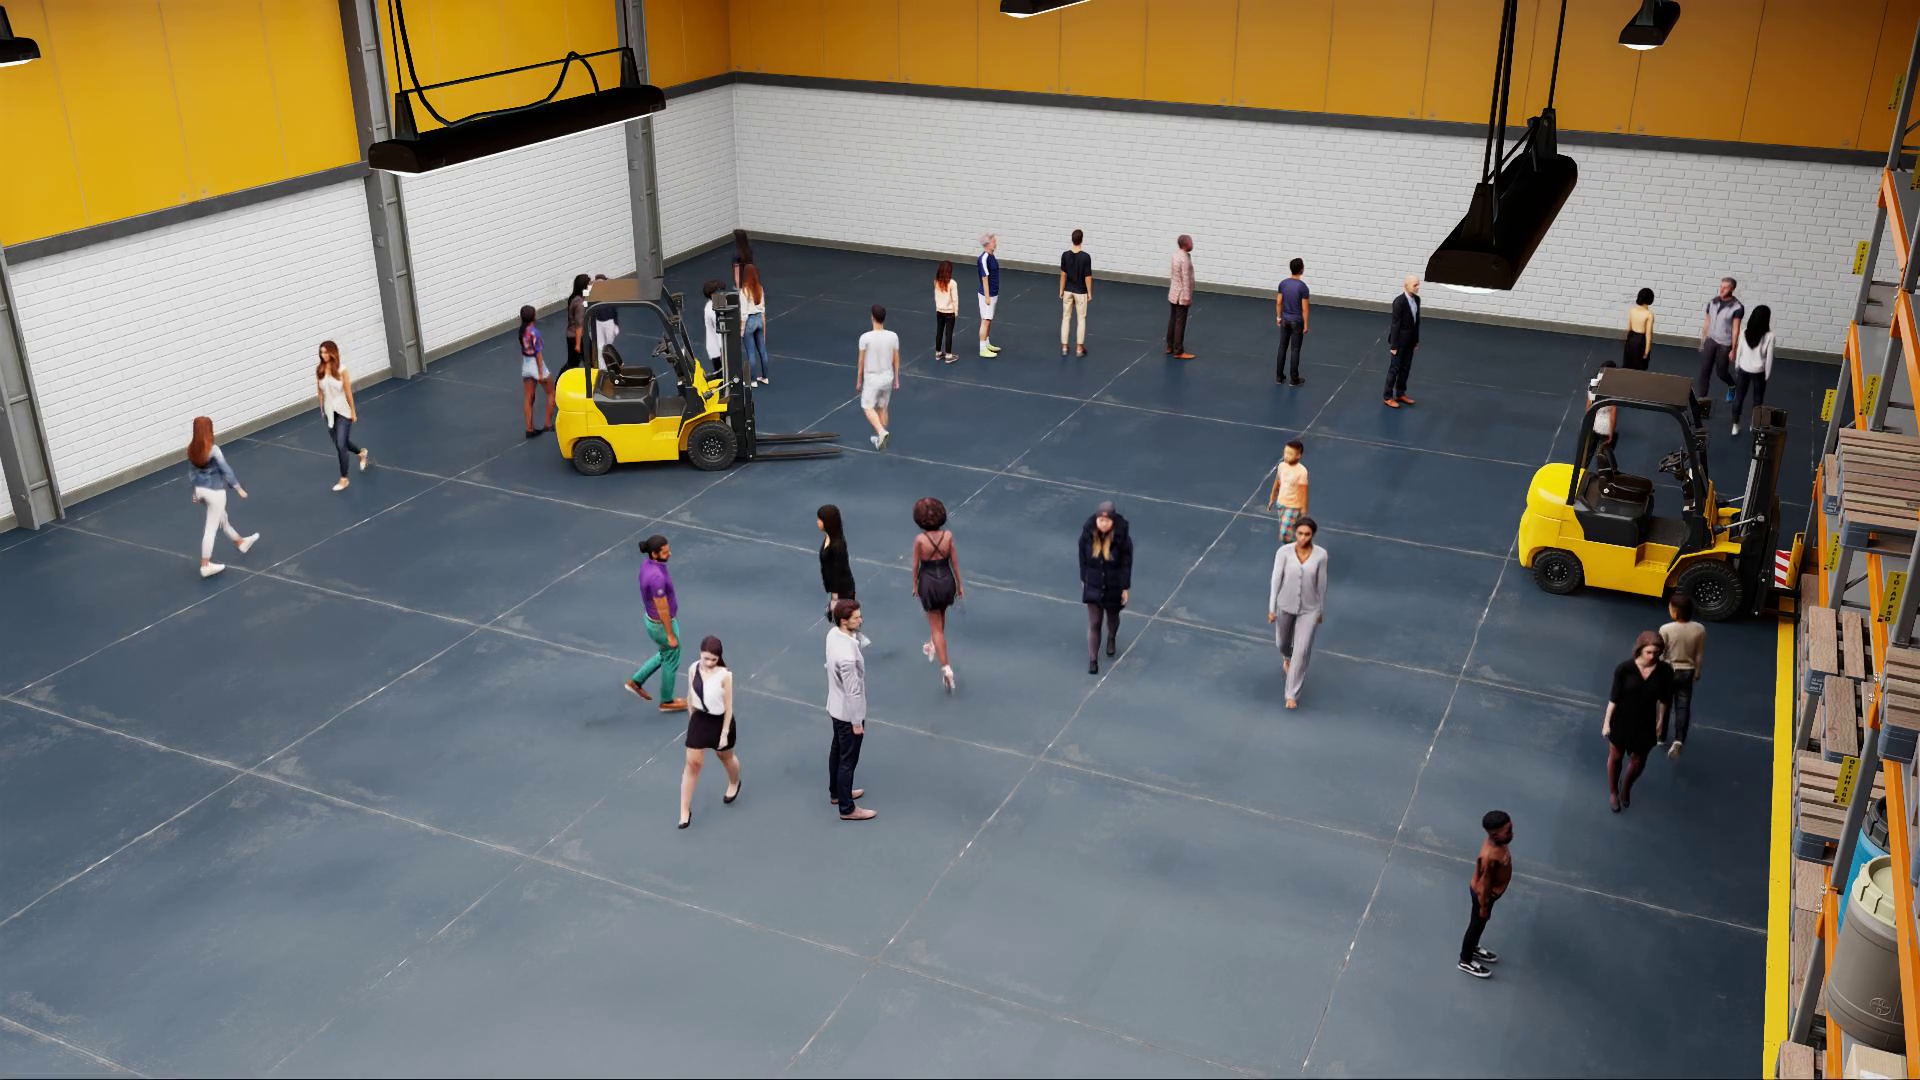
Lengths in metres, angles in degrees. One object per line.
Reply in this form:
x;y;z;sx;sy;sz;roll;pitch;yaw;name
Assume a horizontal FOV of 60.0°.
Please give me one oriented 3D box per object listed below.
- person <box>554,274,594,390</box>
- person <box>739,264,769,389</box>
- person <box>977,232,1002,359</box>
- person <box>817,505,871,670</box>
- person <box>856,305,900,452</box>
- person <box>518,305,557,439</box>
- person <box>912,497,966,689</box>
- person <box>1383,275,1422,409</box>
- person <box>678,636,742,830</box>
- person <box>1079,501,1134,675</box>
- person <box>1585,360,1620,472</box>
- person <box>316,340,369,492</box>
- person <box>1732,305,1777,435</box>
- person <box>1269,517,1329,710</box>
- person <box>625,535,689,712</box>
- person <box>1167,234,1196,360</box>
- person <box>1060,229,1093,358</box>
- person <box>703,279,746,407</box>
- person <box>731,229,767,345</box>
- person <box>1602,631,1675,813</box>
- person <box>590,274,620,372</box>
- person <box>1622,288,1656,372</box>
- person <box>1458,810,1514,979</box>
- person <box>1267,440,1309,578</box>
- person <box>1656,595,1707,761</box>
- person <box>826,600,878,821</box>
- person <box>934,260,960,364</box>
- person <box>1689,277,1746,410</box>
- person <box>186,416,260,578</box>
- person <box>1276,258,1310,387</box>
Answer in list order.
-5.169;-2.621;22.187;1.073;1.796;0.993;-11;26;-24;person
-2.875;-2.988;23.110;0.696;1.728;0.534;20;31;39;person
0.413;-3.624;24.424;0.749;1.841;0.585;4;24;10;person
-1.044;0.431;15.408;0.850;1.633;0.792;-7;24;-15;person
-0.986;-1.965;20.637;1.032;1.835;1.077;-10;26;-23;person
-5.479;-2.113;21.112;0.675;1.726;0.758;16;28;33;person
-0.195;0.523;15.071;1.075;1.734;1.124;-8;25;-17;person
5.959;-2.687;22.335;0.704;1.798;0.821;-16;29;-33;person
-1.883;1.451;13.114;0.673;1.601;1.023;8;25;18;person
1.378;0.405;15.478;0.828;1.625;1.137;5;24;11;person
7.382;-1.263;19.307;1.021;1.615;0.840;-17;29;-34;person
-7.308;-1.515;19.698;0.702;1.762;1.054;6;24;14;person
10.086;-2.153;21.250;0.892;1.688;0.790;-21;31;-40;person
3.040;0.582;14.967;0.775;1.709;1.144;6;24;13;person
-2.693;0.763;14.513;0.962;1.741;0.904;-9;25;-20;person
3.221;-3.582;24.369;0.841;1.808;0.747;-5;24;-11;person
1.699;-3.635;24.436;0.644;1.851;0.557;9;25;20;person
-3.284;-2.556;22.047;1.109;1.788;1.058;-8;25;-17;person
-3.147;-3.743;24.853;0.878;1.716;1.129;20;31;38;person
5.295;1.407;13.117;0.665;1.679;0.687;7;25;15;person
-4.990;-2.938;23.215;1.098;1.552;1.135;-9;25;-20;person
9.007;-2.568;22.244;0.747;1.652;0.701;-14;27;-28;person
3.599;2.397;11.387;0.591;1.251;0.434;14;27;28;person
3.512;-0.373;17.475;0.750;1.449;0.672;-17;29;-34;person
6.025;1.173;13.955;0.681;1.436;0.944;5;24;12;person
-0.900;1.312;13.122;0.807;1.849;0.741;-8;25;-17;person
-0.210;-3.343;24.233;0.604;1.479;0.565;19;30;36;person
10.152;-2.598;22.117;1.108;1.810;0.991;-14;27;-29;person
-7.869;-0.422;17.321;0.684;1.664;1.079;13;27;28;person
4.622;-3.044;23.157;0.692;1.793;0.612;18;29;35;person
